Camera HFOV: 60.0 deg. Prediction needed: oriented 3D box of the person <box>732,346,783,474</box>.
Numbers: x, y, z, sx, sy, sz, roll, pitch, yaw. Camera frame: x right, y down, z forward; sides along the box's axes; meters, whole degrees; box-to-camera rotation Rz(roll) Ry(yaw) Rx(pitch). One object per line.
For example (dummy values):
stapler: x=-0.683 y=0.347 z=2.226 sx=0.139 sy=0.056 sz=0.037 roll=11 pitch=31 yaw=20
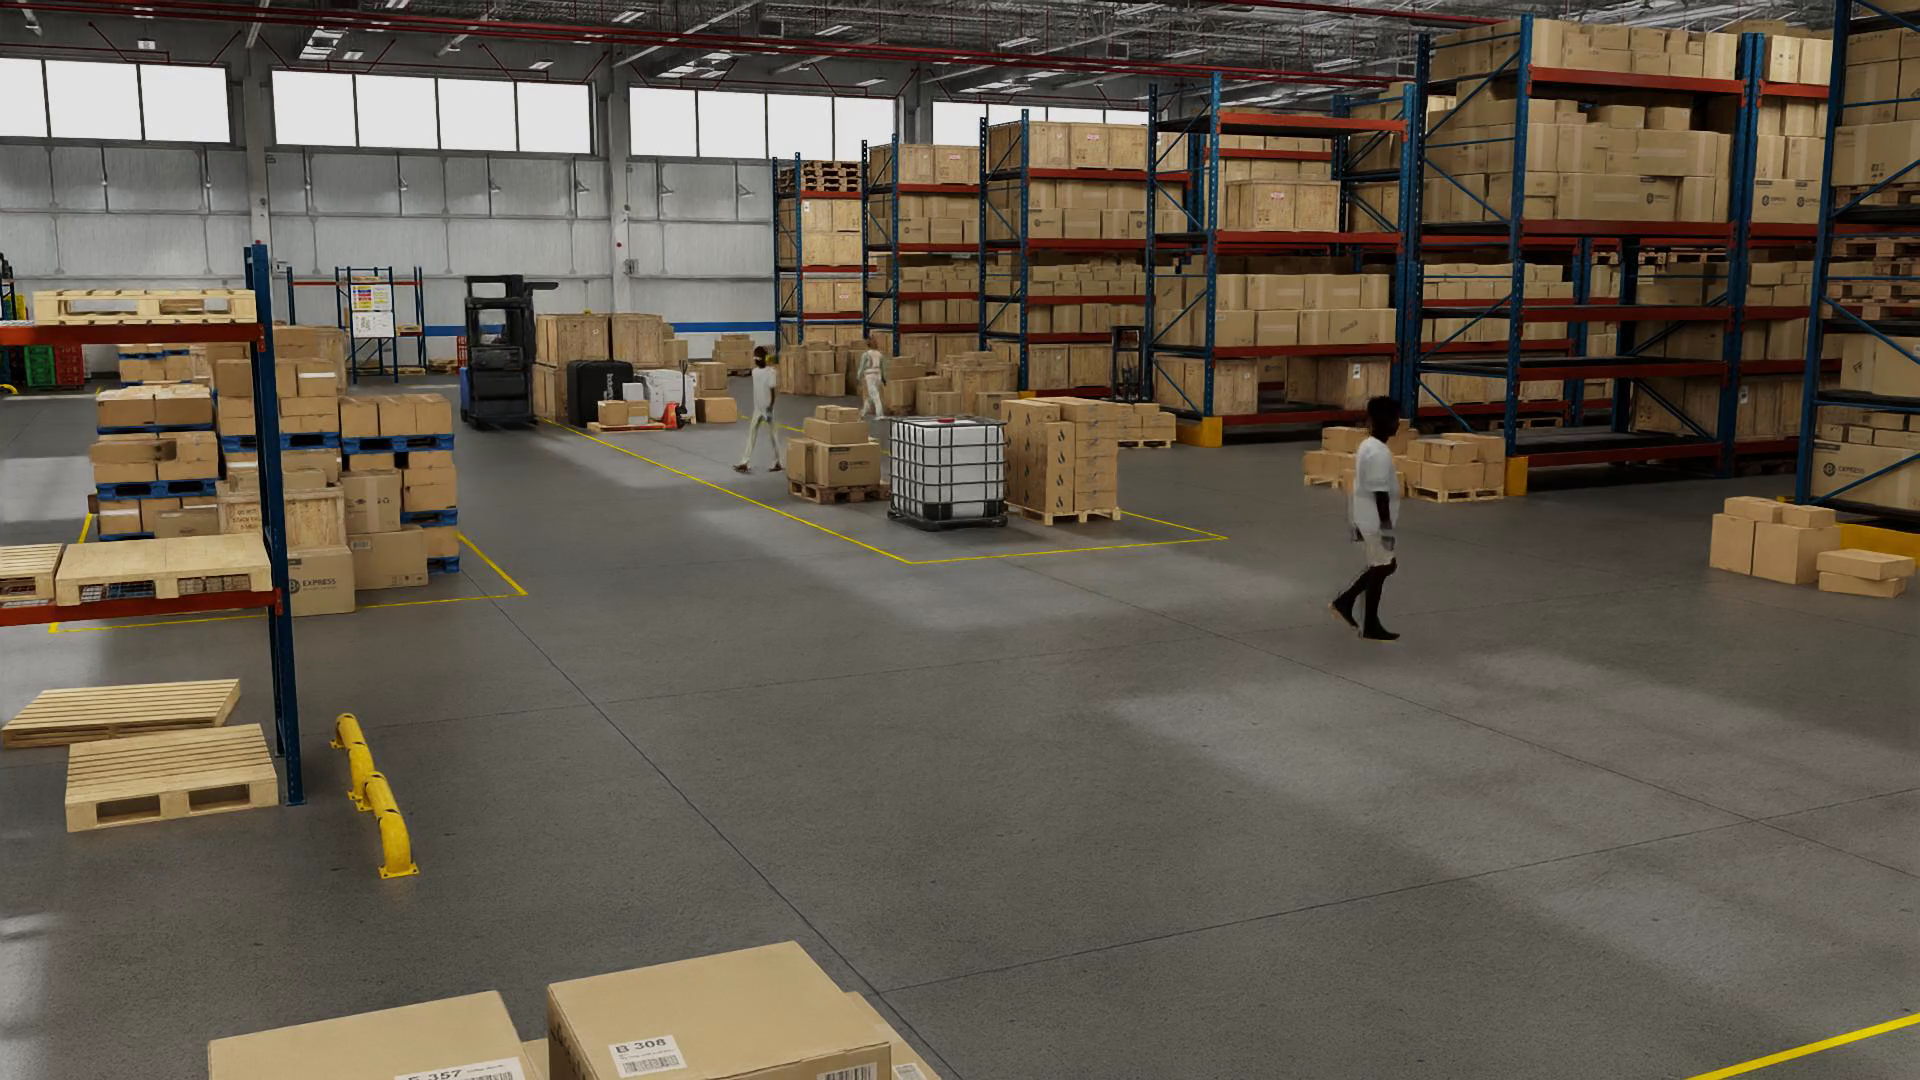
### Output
person: x=-2.869 y=-1.853 z=23.858 sx=0.547 sy=1.826 sz=0.889 roll=7 pitch=11 yaw=35

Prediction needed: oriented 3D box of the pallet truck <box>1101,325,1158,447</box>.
pallet truck: x=2.881 y=-2.596 z=27.923 sx=0.823 sy=1.965 sz=1.885 roll=-1 pitch=9 yaw=-7

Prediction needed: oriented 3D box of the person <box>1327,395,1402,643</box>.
person: x=3.209 y=-0.156 z=12.932 sx=0.480 sy=1.950 sz=0.614 roll=2 pitch=9 yaw=10

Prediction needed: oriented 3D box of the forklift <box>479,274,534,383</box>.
forklift: x=-11.349 y=-5.369 z=42.398 sx=1.873 sy=2.768 sz=1.129 roll=-4 pitch=10 yaw=-25

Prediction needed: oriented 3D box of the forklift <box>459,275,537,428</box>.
forklift: x=-8.755 y=-3.567 z=31.216 sx=1.129 sy=2.768 sz=1.873 roll=-4 pitch=10 yaw=-26

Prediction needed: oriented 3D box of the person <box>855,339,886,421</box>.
person: x=-1.751 y=-3.128 z=32.471 sx=0.865 sy=1.578 sz=0.618 roll=9 pitch=13 yaw=44
